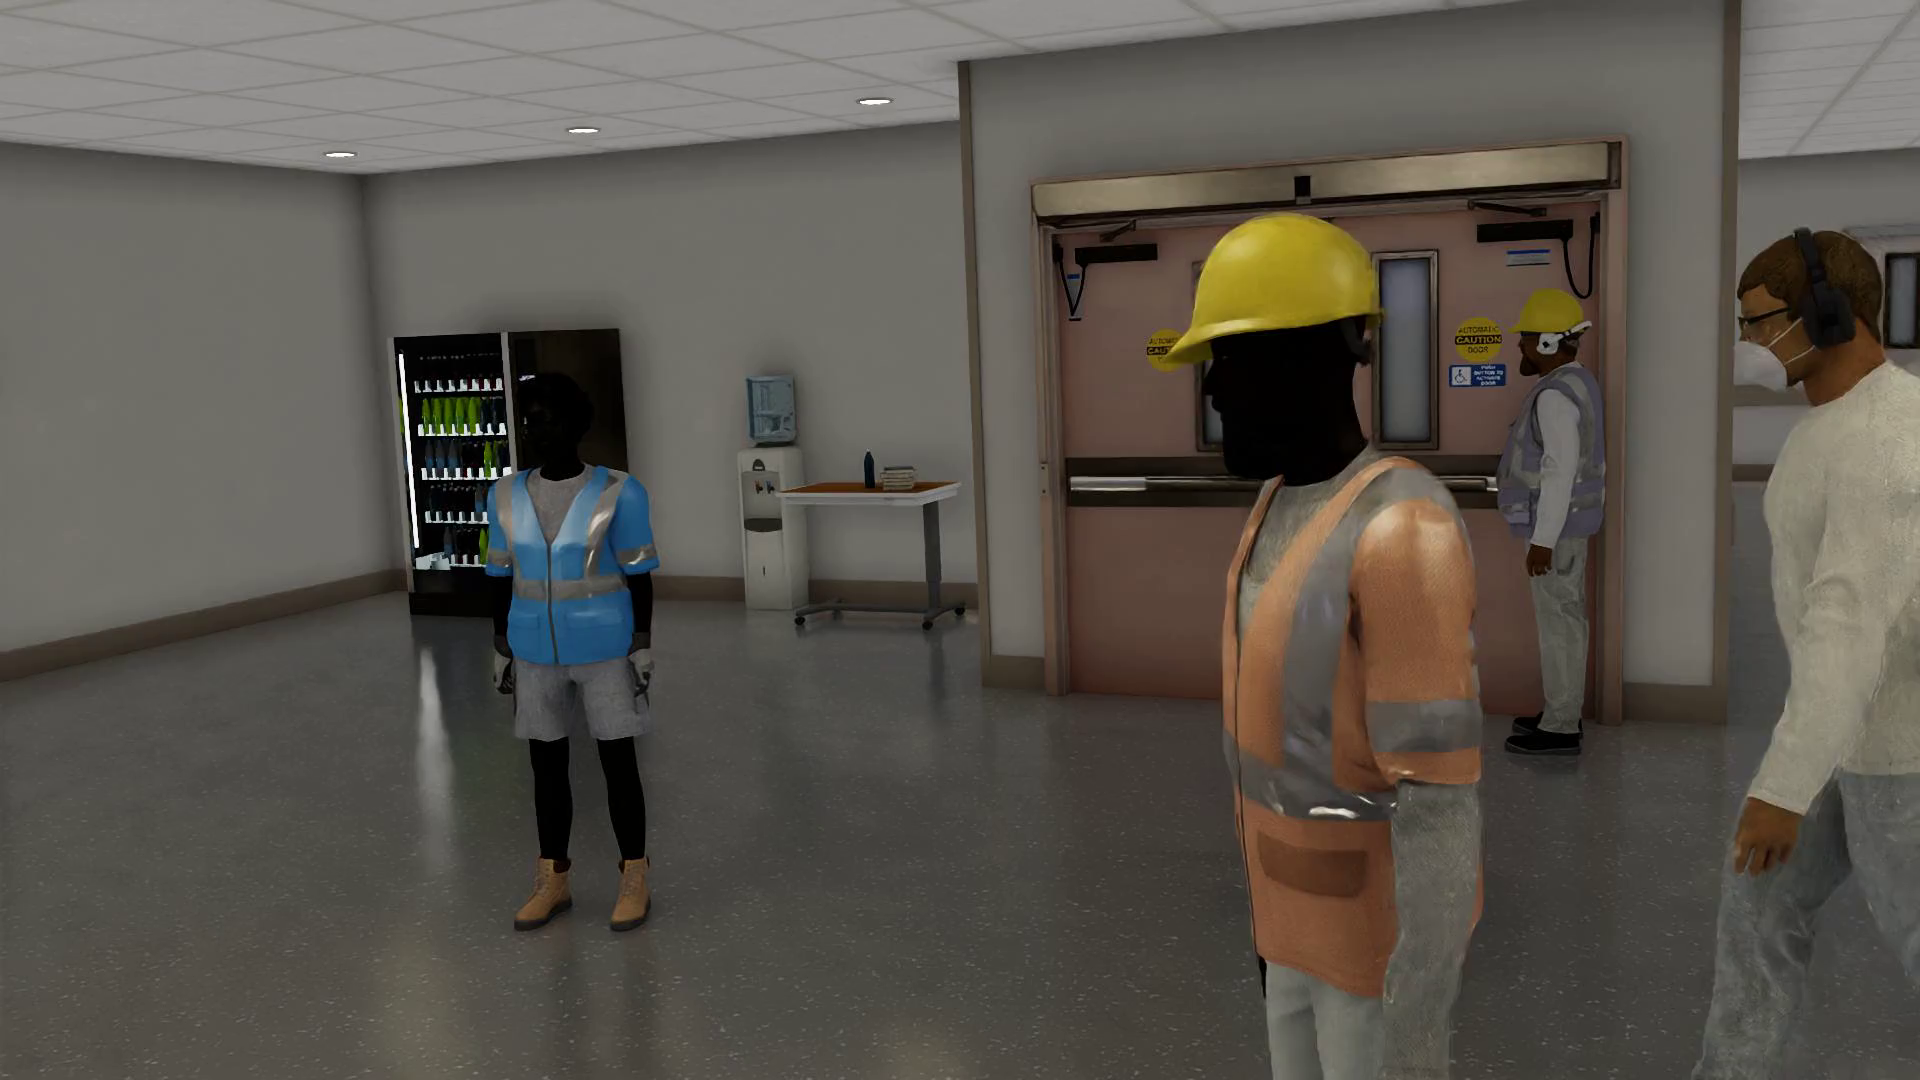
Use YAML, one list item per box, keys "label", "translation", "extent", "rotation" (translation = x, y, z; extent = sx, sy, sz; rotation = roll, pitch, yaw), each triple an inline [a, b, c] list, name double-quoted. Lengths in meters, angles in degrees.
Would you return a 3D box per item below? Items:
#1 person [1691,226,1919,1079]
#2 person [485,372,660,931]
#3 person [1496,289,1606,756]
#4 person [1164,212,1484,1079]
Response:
- label: "person"
  translation: [1.546, 0.392, 3.026]
  extent: [0.921, 1.888, 0.664]
  rotation: [0, 8, 16]
- label: "person"
  translation: [-1.172, 0.340, 5.037]
  extent: [0.542, 1.695, 0.316]
  rotation: [-1, 7, 9]
- label: "person"
  translation: [2.333, -0.069, 6.576]
  extent: [0.403, 1.834, 0.587]
  rotation: [1, 8, 26]
- label: "person"
  translation: [0.513, 0.520, 2.270]
  extent: [0.389, 1.923, 0.638]
  rotation: [-3, 7, -8]
